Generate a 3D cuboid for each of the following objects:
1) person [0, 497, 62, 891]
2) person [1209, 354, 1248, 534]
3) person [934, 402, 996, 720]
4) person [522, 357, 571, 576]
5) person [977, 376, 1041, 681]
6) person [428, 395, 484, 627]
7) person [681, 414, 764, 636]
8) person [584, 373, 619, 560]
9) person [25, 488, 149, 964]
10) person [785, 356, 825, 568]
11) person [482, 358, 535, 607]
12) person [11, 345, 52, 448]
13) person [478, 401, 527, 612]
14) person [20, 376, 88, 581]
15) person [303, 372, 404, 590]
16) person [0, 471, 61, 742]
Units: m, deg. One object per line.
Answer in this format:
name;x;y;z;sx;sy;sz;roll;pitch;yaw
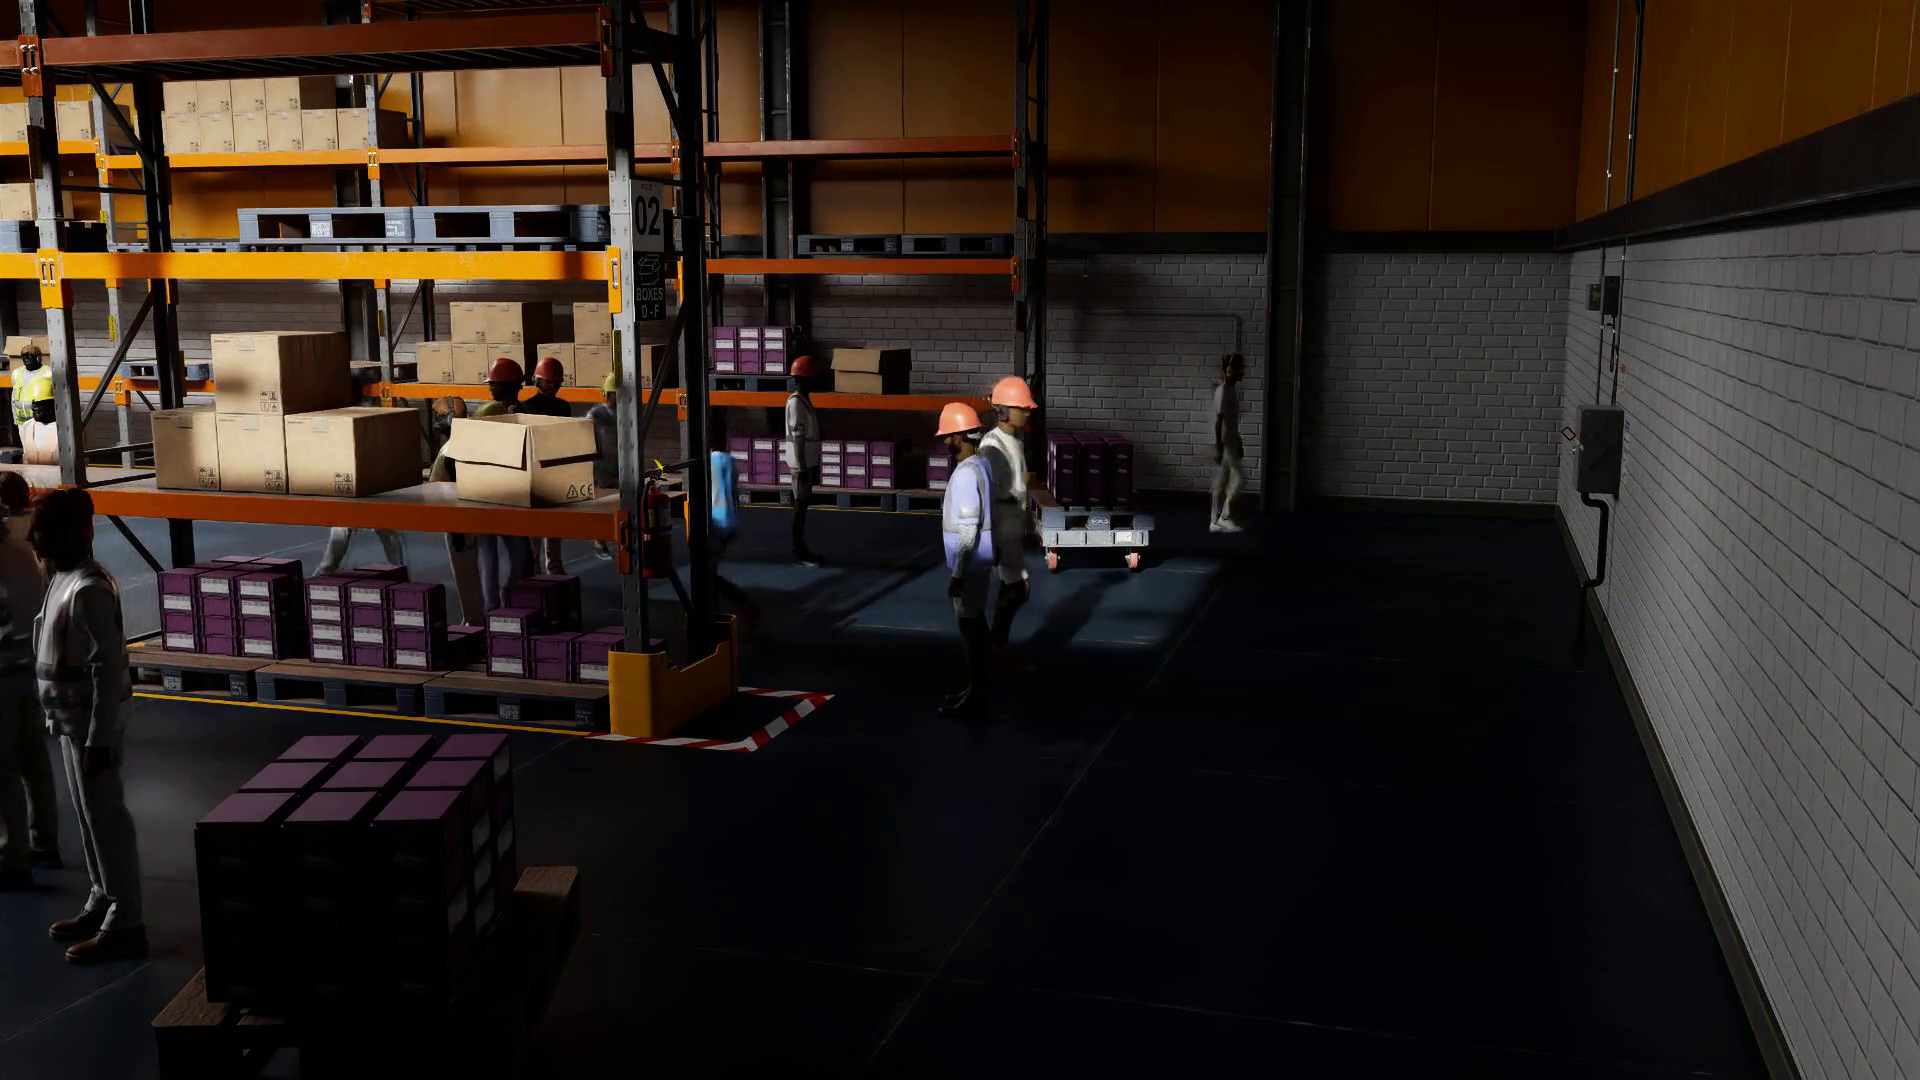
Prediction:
person;-4.256;0.634;7.341;0.404;1.827;0.600;0;9;0
person;2.813;-0.977;17.082;0.527;1.852;0.562;3;10;16
person;0.025;0.130;10.111;0.374;1.930;0.542;2;9;11
person;-3.473;-0.550;14.082;0.401;1.986;0.612;5;11;27
person;0.325;-0.066;10.998;0.412;2.029;0.627;2;10;14
person;-3.605;-0.122;11.957;0.430;1.836;0.619;-2;10;-14
person;-1.762;-0.092;12.214;0.673;1.677;0.541;3;10;18
person;-3.184;-0.656;15.369;0.611;1.781;0.944;-6;11;-34
person;-3.478;0.726;6.613;0.342;1.882;0.587;-7;12;-37
person;-1.412;-0.714;15.229;0.356;1.937;0.552;0;9;0
person;-3.488;-0.388;12.919;0.374;2.042;0.615;-2;9;-11
person;-10.941;-1.396;19.723;0.623;1.837;0.428;1;9;7
person;-3.469;-0.164;12.446;0.564;1.751;0.344;-6;11;-31
person;-6.979;-0.310;12.829;0.588;1.919;0.399;3;10;17
person;-5.060;-0.451;13.769;1.000;1.888;0.638;-8;13;-42
person;-5.390;0.390;9.550;0.881;1.588;0.538;3;10;16
